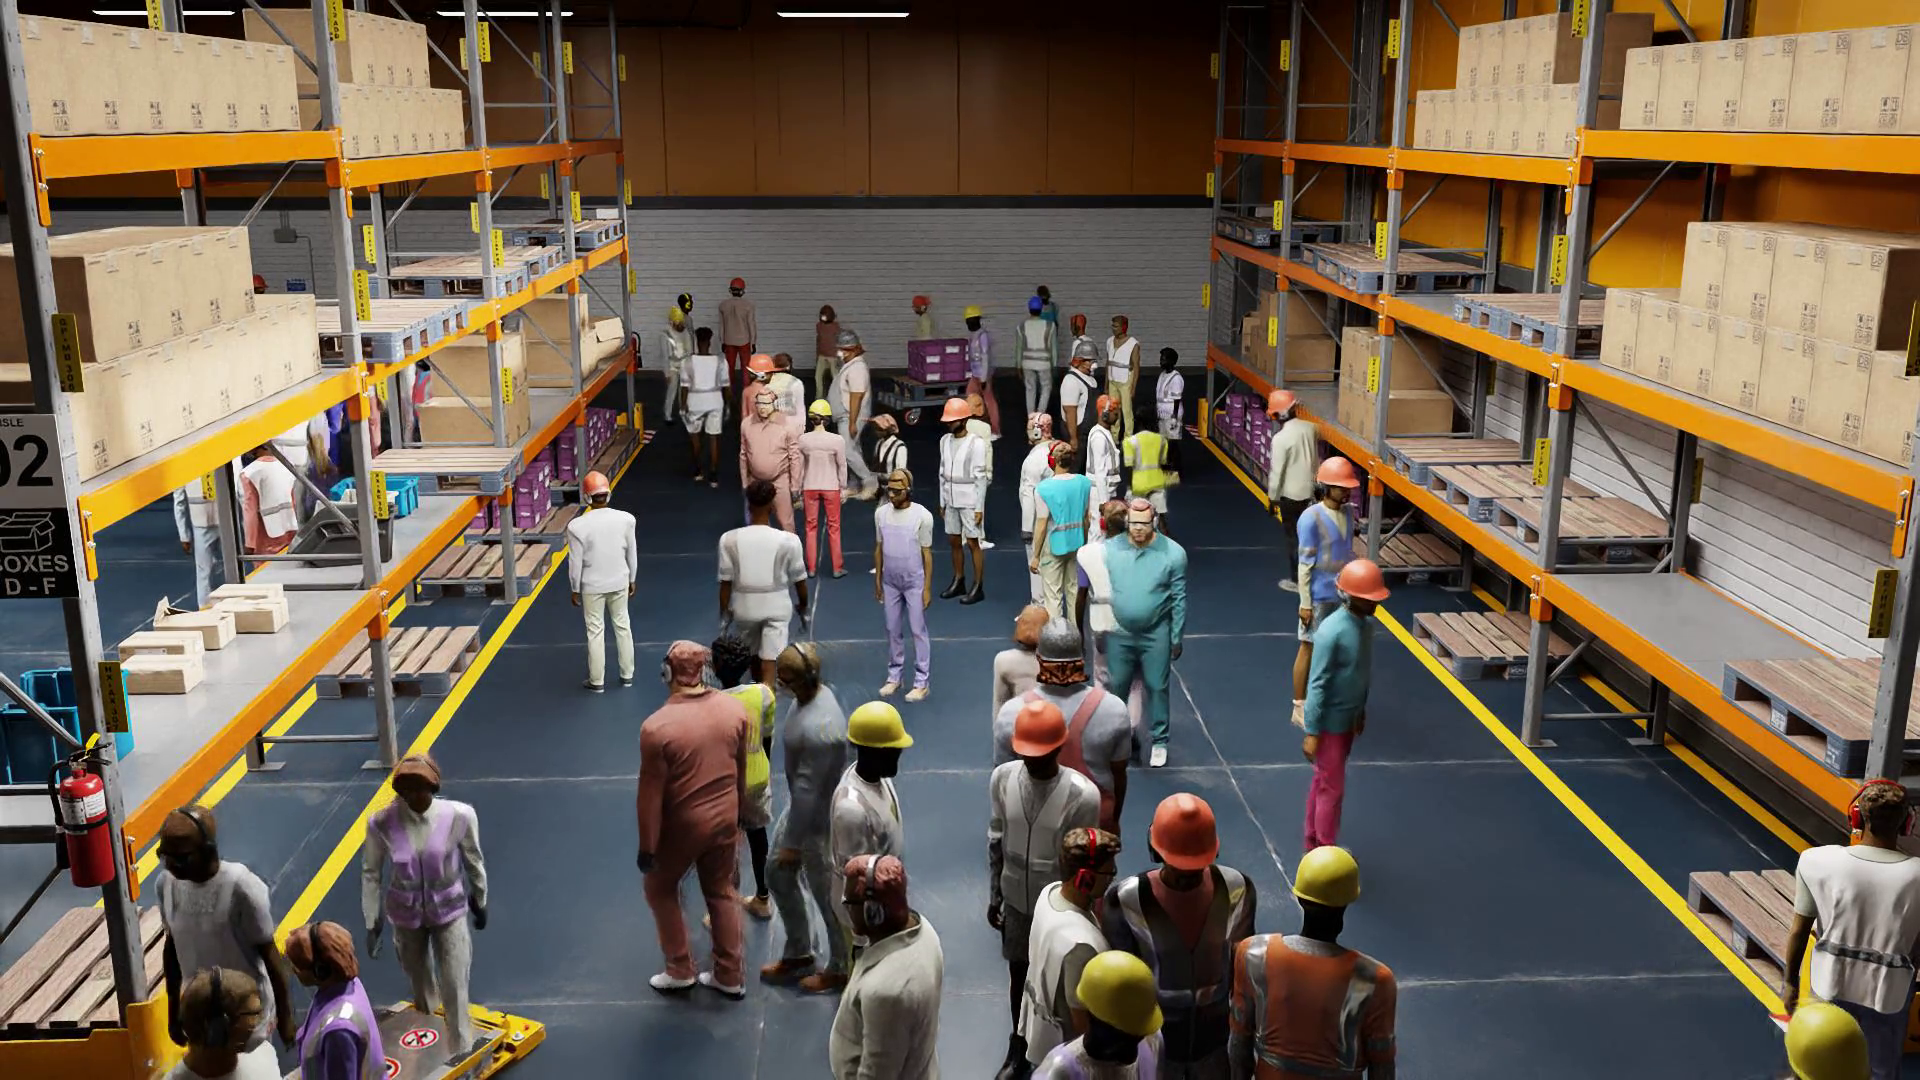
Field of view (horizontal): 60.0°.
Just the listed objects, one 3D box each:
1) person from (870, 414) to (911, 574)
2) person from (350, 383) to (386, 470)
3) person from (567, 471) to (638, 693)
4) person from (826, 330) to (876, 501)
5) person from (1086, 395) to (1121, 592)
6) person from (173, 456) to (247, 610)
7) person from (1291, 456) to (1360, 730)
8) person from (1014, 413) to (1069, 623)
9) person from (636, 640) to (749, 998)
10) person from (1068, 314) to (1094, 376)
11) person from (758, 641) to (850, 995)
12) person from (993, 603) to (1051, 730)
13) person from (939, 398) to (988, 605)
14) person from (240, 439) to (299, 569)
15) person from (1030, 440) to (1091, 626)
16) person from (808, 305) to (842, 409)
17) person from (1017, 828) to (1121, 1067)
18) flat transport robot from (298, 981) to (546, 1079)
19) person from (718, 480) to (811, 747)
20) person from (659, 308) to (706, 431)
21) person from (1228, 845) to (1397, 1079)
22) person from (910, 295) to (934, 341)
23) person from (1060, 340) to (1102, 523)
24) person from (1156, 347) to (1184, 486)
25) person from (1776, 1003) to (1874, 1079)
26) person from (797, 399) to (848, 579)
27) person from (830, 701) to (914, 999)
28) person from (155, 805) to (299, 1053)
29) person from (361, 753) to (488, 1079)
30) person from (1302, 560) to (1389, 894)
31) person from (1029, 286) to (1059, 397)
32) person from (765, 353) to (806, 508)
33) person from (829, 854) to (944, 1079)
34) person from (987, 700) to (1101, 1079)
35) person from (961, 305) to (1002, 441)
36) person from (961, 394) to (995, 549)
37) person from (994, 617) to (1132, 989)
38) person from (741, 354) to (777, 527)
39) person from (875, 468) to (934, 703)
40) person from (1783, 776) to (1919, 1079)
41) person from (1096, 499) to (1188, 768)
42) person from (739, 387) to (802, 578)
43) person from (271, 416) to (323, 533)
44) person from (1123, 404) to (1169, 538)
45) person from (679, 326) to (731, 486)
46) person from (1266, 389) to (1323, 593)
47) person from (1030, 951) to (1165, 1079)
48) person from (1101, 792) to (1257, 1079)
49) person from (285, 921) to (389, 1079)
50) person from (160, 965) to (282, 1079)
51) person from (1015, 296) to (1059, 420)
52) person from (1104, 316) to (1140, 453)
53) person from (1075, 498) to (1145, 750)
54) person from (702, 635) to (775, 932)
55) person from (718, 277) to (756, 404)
[{"bbox_3d":[-0.592,-0.427,16.223,0.464,1.627,0.689,-10,17,-34],"label":"person"},{"bbox_3d":[-7.567,-1.869,21.173,0.618,1.986,0.408,4,15,14],"label":"person"},{"bbox_3d":[-2.794,0.322,13.023,0.562,1.753,0.322,-9,17,-32],"label":"person"},{"bbox_3d":[-1.276,-1.466,19.473,0.582,2.000,0.703,-1,14,-2],"label":"person"},{"bbox_3d":[1.354,-0.437,15.744,0.356,1.885,0.572,1,14,4],"label":"person"},{"bbox_3d":[-6.461,-0.107,14.419,0.610,1.902,0.404,-10,17,-35],"label":"person"},{"bbox_3d":[2.701,0.388,12.188,0.609,2.044,0.396,-13,19,-42],"label":"person"},{"bbox_3d":[0.717,-0.189,14.747,0.399,1.900,0.644,8,17,30],"label":"person"},{"bbox_3d":[-1.375,1.430,8.442,0.602,1.869,0.718,12,19,40],"label":"person"},{"bbox_3d":[1.593,-2.067,22.168,0.373,1.879,0.586,6,15,22],"label":"person"},{"bbox_3d":[-0.818,1.426,8.400,0.657,1.908,0.621,-4,15,-15],"label":"person"},{"bbox_3d":[0.430,1.175,9.940,0.508,1.617,0.610,5,15,18],"label":"person"},{"bbox_3d":[0.002,-0.356,15.357,0.545,1.929,0.393,13,19,41],"label":"person"},{"bbox_3d":[-5.853,-0.050,14.188,0.396,1.908,0.599,4,15,16],"label":"person"},{"bbox_3d":[0.837,0.092,13.746,0.570,1.845,0.381,-11,18,-36],"label":"person"},{"bbox_3d":[-2.073,-2.779,25.468,0.530,1.604,0.696,9,17,32],"label":"person"},{"bbox_3d":[0.425,1.971,6.387,0.390,1.838,0.564,-3,15,-10],"label":"person"},{"bbox_3d":[-2.611,2.463,7.580,0.652,0.197,1.431,7,16,24],"label":"flat transport robot"},{"bbox_3d":[-1.402,0.502,12.010,0.625,1.909,1.025,1,14,4],"label":"person"},{"bbox_3d":[-4.024,-2.452,23.885,0.596,1.775,0.940,-14,20,-43],"label":"person"},{"bbox_3d":[1.271,2.016,6.030,0.594,1.924,0.382,7,16,24],"label":"person"},{"bbox_3d":[-0.595,-2.941,25.879,0.368,1.734,0.582,-1,14,-6],"label":"person"},{"bbox_3d":[1.387,-1.212,18.475,0.535,2.000,0.681,6,15,22],"label":"person"},{"bbox_3d":[2.560,-1.519,20.386,0.319,1.690,0.531,-5,15,-18],"label":"person"},{"bbox_3d":[2.564,2.234,5.301,0.603,1.877,0.823,-5,15,-20],"label":"person"},{"bbox_3d":[-1.348,-0.488,16.193,0.524,1.764,0.329,2,14,7],"label":"person"},{"bbox_3d":[-0.389,1.641,7.505,0.377,1.923,0.595,2,14,6],"label":"person"},{"bbox_3d":[-2.946,1.892,6.722,0.565,1.823,0.425,4,15,14],"label":"person"},{"bbox_3d":[-2.451,1.773,7.640,0.533,1.600,0.829,-3,15,-12],"label":"person"},{"bbox_3d":[2.252,1.066,9.692,0.585,1.970,0.703,11,18,36],"label":"person"},{"bbox_3d":[1.346,-3.185,26.688,0.526,1.798,0.753,-2,14,-8],"label":"person"},{"bbox_3d":[-2.000,-1.226,19.002,0.657,1.805,0.614,6,15,21],"label":"person"},{"bbox_3d":[-0.270,2.033,6.039,0.400,1.894,0.658,2,14,8],"label":"person"},{"bbox_3d":[0.362,1.634,7.536,0.543,1.929,0.387,8,16,27],"label":"person"},{"bbox_3d":[0.219,-2.285,22.989,0.842,1.878,0.740,-5,15,-19],"label":"person"},{"bbox_3d":[0.129,-0.714,17.334,0.502,1.632,0.279,11,18,36],"label":"person"},{"bbox_3d":[0.502,1.357,8.392,0.684,2.000,0.535,-1,14,-2],"label":"person"},{"bbox_3d":[-2.109,-0.978,17.647,0.395,1.993,0.614,-8,16,-28],"label":"person"},{"bbox_3d":[-0.435,0.342,12.799,0.501,1.838,0.341,7,16,25],"label":"person"},{"bbox_3d":[3.675,1.865,6.809,0.560,1.836,0.393,8,16,29],"label":"person"},{"bbox_3d":[1.239,0.638,11.504,0.648,1.899,0.400,4,15,17],"label":"person"},{"bbox_3d":[-1.852,-0.551,16.178,0.642,1.899,0.395,4,15,16],"label":"person"},{"bbox_3d":[-6.963,-0.803,17.375,0.578,1.797,0.943,0,14,-1],"label":"person"},{"bbox_3d":[1.856,-0.530,16.592,0.541,1.637,0.919,-6,16,-24],"label":"person"},{"bbox_3d":[-3.138,-1.662,20.441,0.620,1.934,0.806,-3,15,-13],"label":"person"},{"bbox_3d":[3.127,-0.458,15.691,0.699,1.948,0.479,-13,19,-42],"label":"person"},{"bbox_3d":[0.464,2.193,5.371,0.588,1.915,0.399,-13,19,-41],"label":"person"},{"bbox_3d":[0.831,1.896,6.307,0.613,2.031,0.403,-3,15,-11],"label":"person"},{"bbox_3d":[-2.240,2.150,6.098,0.313,1.630,0.524,-6,15,-21],"label":"person"},{"bbox_3d":[-2.292,2.235,5.236,0.875,1.897,0.633,4,15,14],"label":"person"},{"bbox_3d":[1.102,-2.507,23.769,0.640,1.932,0.481,3,15,10],"label":"person"},{"bbox_3d":[2.175,-2.101,22.359,0.373,1.841,0.570,-12,19,-39],"label":"person"},{"bbox_3d":[1.108,0.622,11.679,0.616,1.835,0.429,1,14,6],"label":"person"},{"bbox_3d":[-1.238,1.340,9.143,0.318,1.699,0.536,13,19,42],"label":"person"},{"bbox_3d":[-3.468,-3.103,26.017,0.617,1.986,0.407,4,15,14],"label":"person"}]
